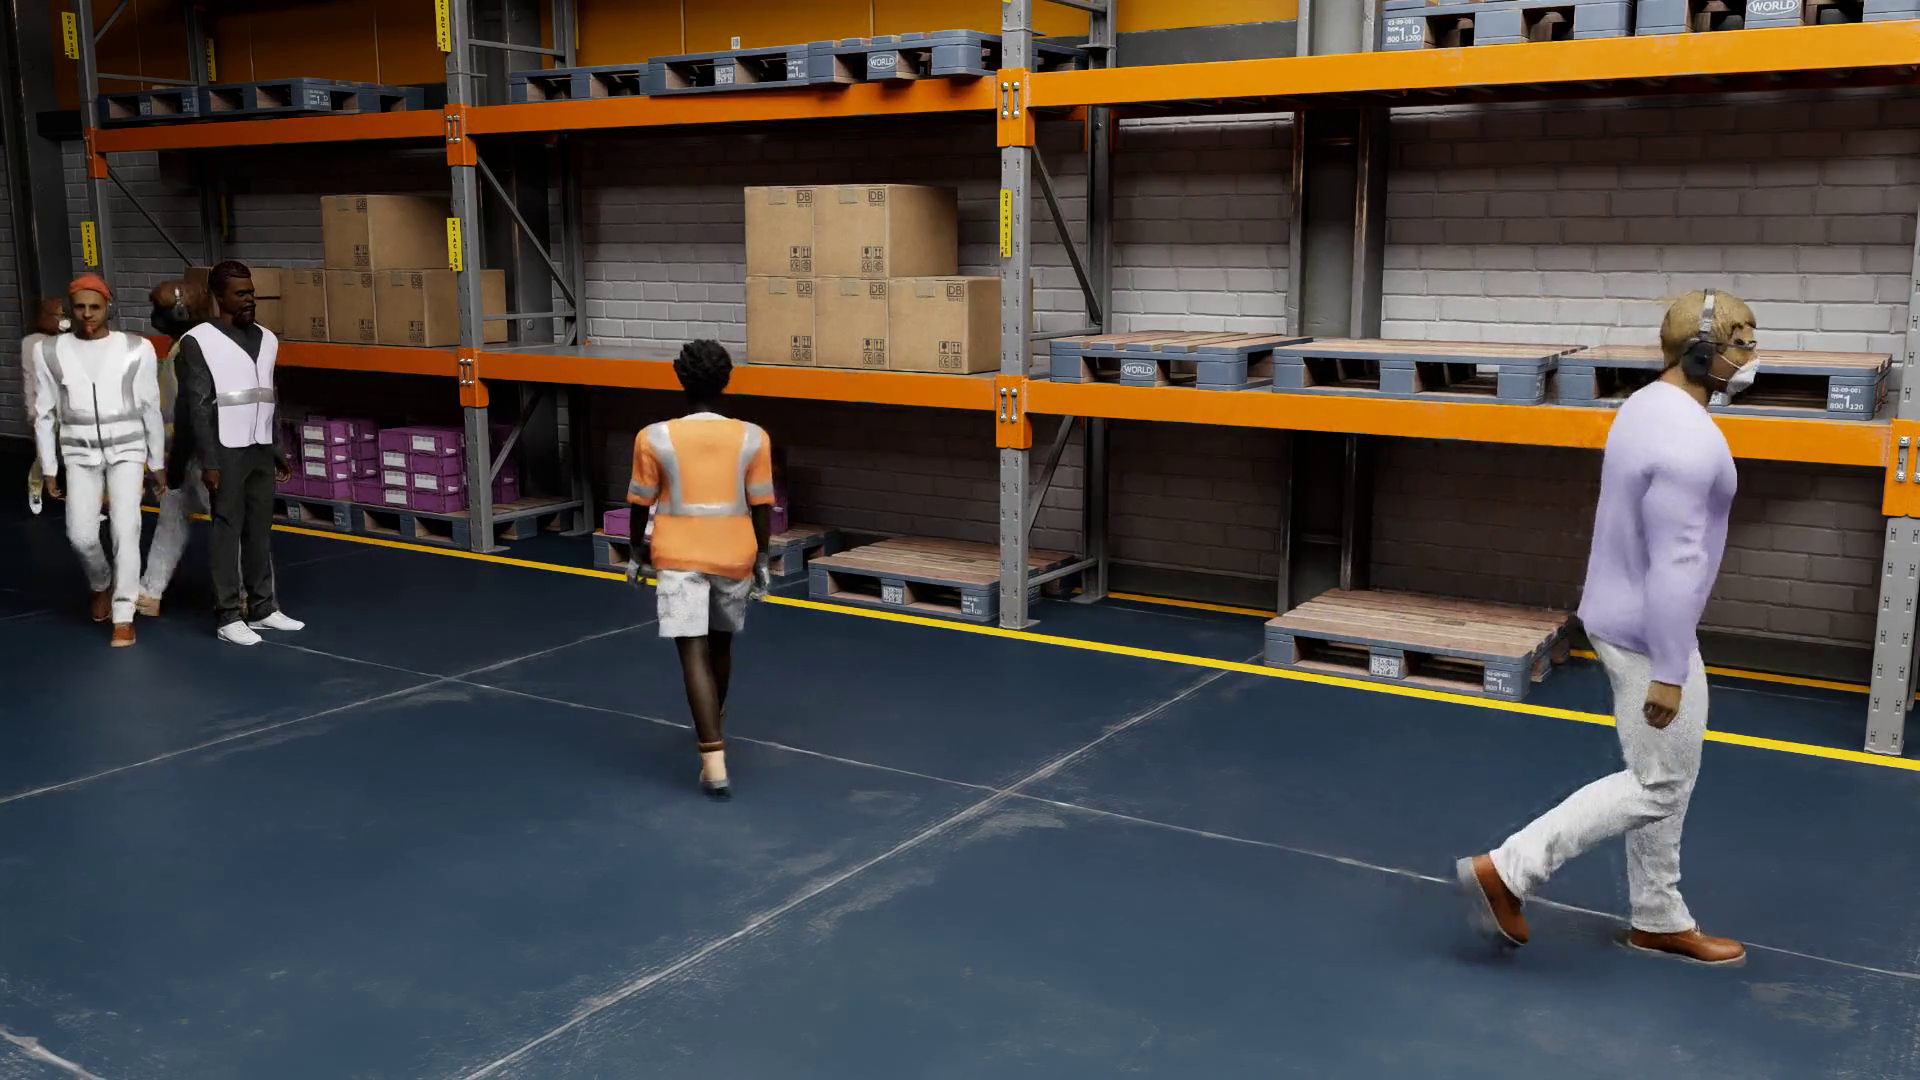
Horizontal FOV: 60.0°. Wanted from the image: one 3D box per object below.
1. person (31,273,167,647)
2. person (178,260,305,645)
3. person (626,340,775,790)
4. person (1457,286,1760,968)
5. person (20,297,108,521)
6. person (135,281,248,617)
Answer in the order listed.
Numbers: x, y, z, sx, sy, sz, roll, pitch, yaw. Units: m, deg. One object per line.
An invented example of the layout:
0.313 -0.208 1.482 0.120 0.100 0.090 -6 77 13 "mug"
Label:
-4.324 -0.410 8.405 0.582 1.865 0.557 -4 11 -20 "person"
-3.650 -0.445 8.436 0.392 1.920 0.593 3 11 17 "person"
-0.971 0.077 6.274 0.541 1.650 0.874 -4 11 -21 "person"
1.811 0.266 4.543 0.720 1.916 0.639 2 10 11 "person"
-6.498 -0.939 11.984 0.606 1.617 0.538 7 12 34 "person"
-4.156 -0.452 8.792 0.906 1.800 0.652 -5 11 -26 "person"
